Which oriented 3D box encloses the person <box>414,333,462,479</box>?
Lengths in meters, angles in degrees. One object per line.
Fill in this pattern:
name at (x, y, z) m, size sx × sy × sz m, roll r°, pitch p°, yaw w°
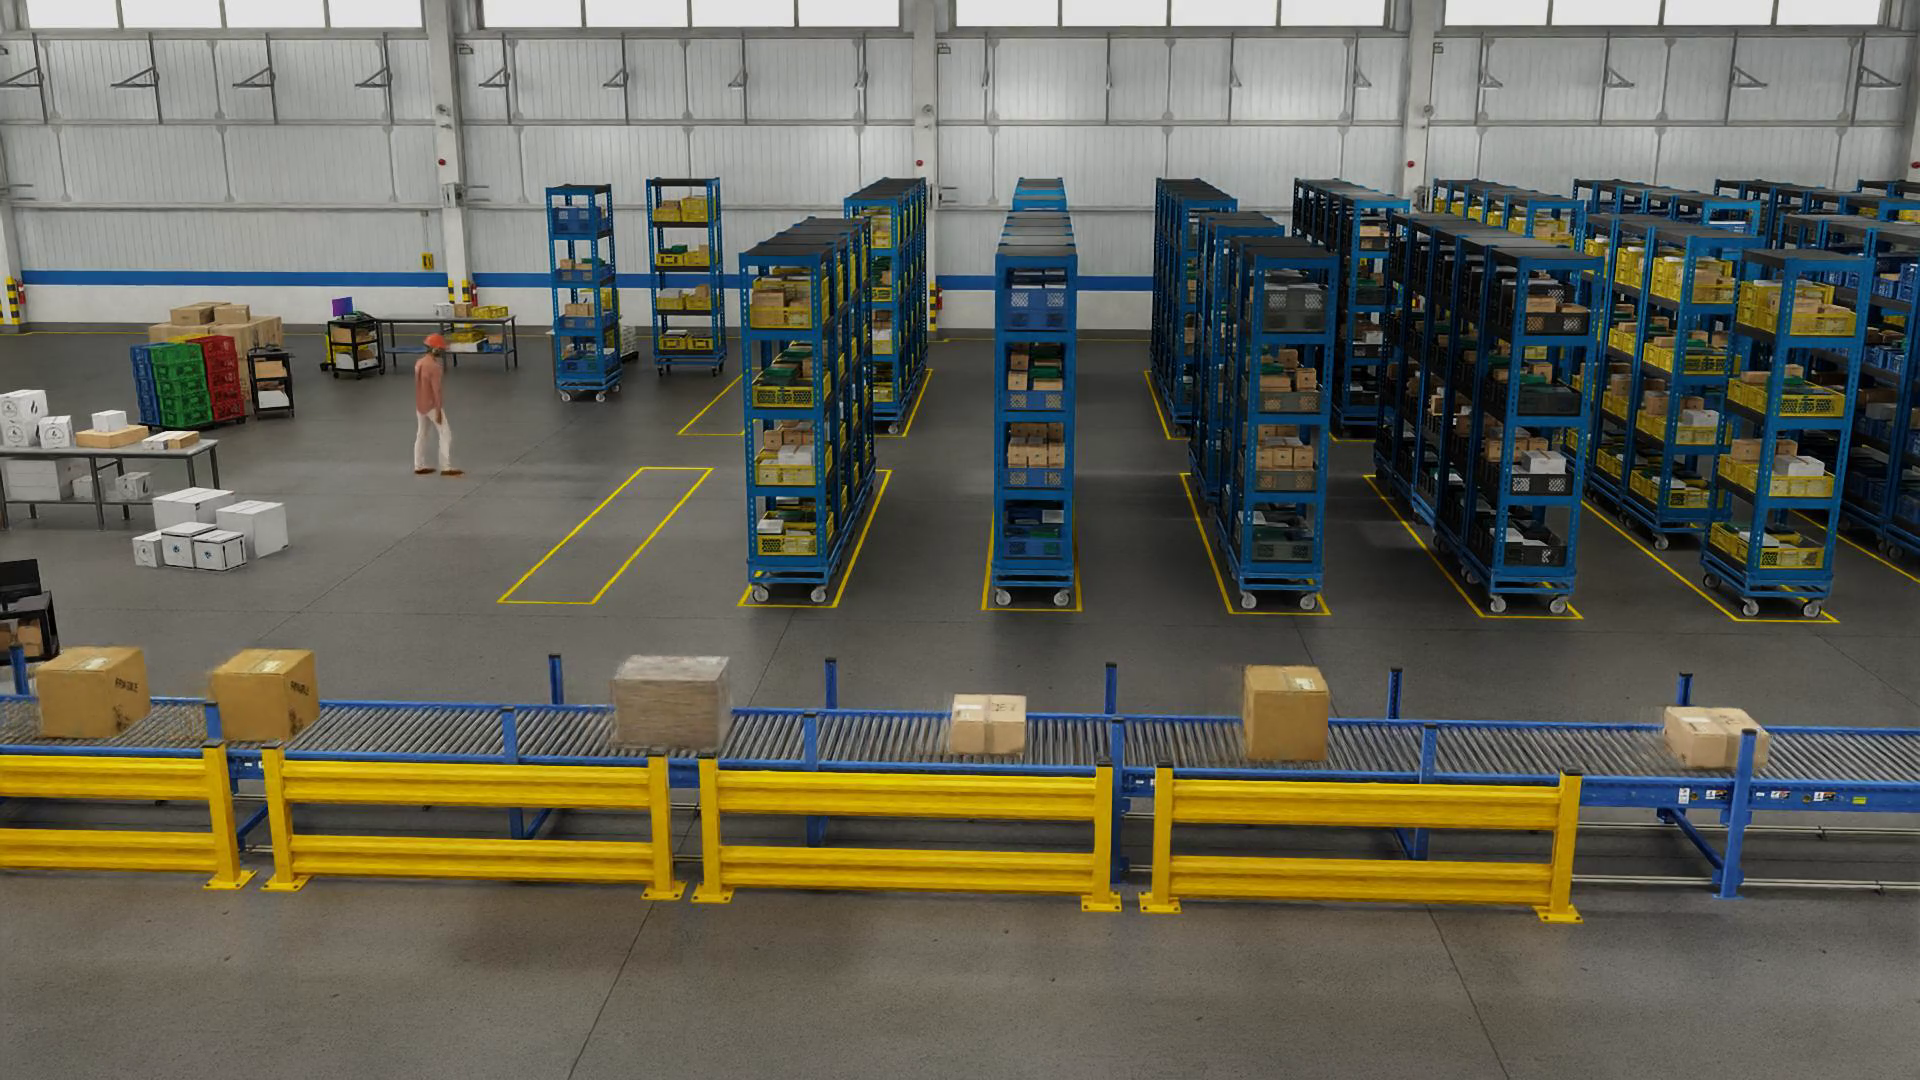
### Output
person at (-7.165, -1.825, 22.603) m, size 0.651 × 1.963 × 0.504 m, roll 14°, pitch 20°, yaw 41°
